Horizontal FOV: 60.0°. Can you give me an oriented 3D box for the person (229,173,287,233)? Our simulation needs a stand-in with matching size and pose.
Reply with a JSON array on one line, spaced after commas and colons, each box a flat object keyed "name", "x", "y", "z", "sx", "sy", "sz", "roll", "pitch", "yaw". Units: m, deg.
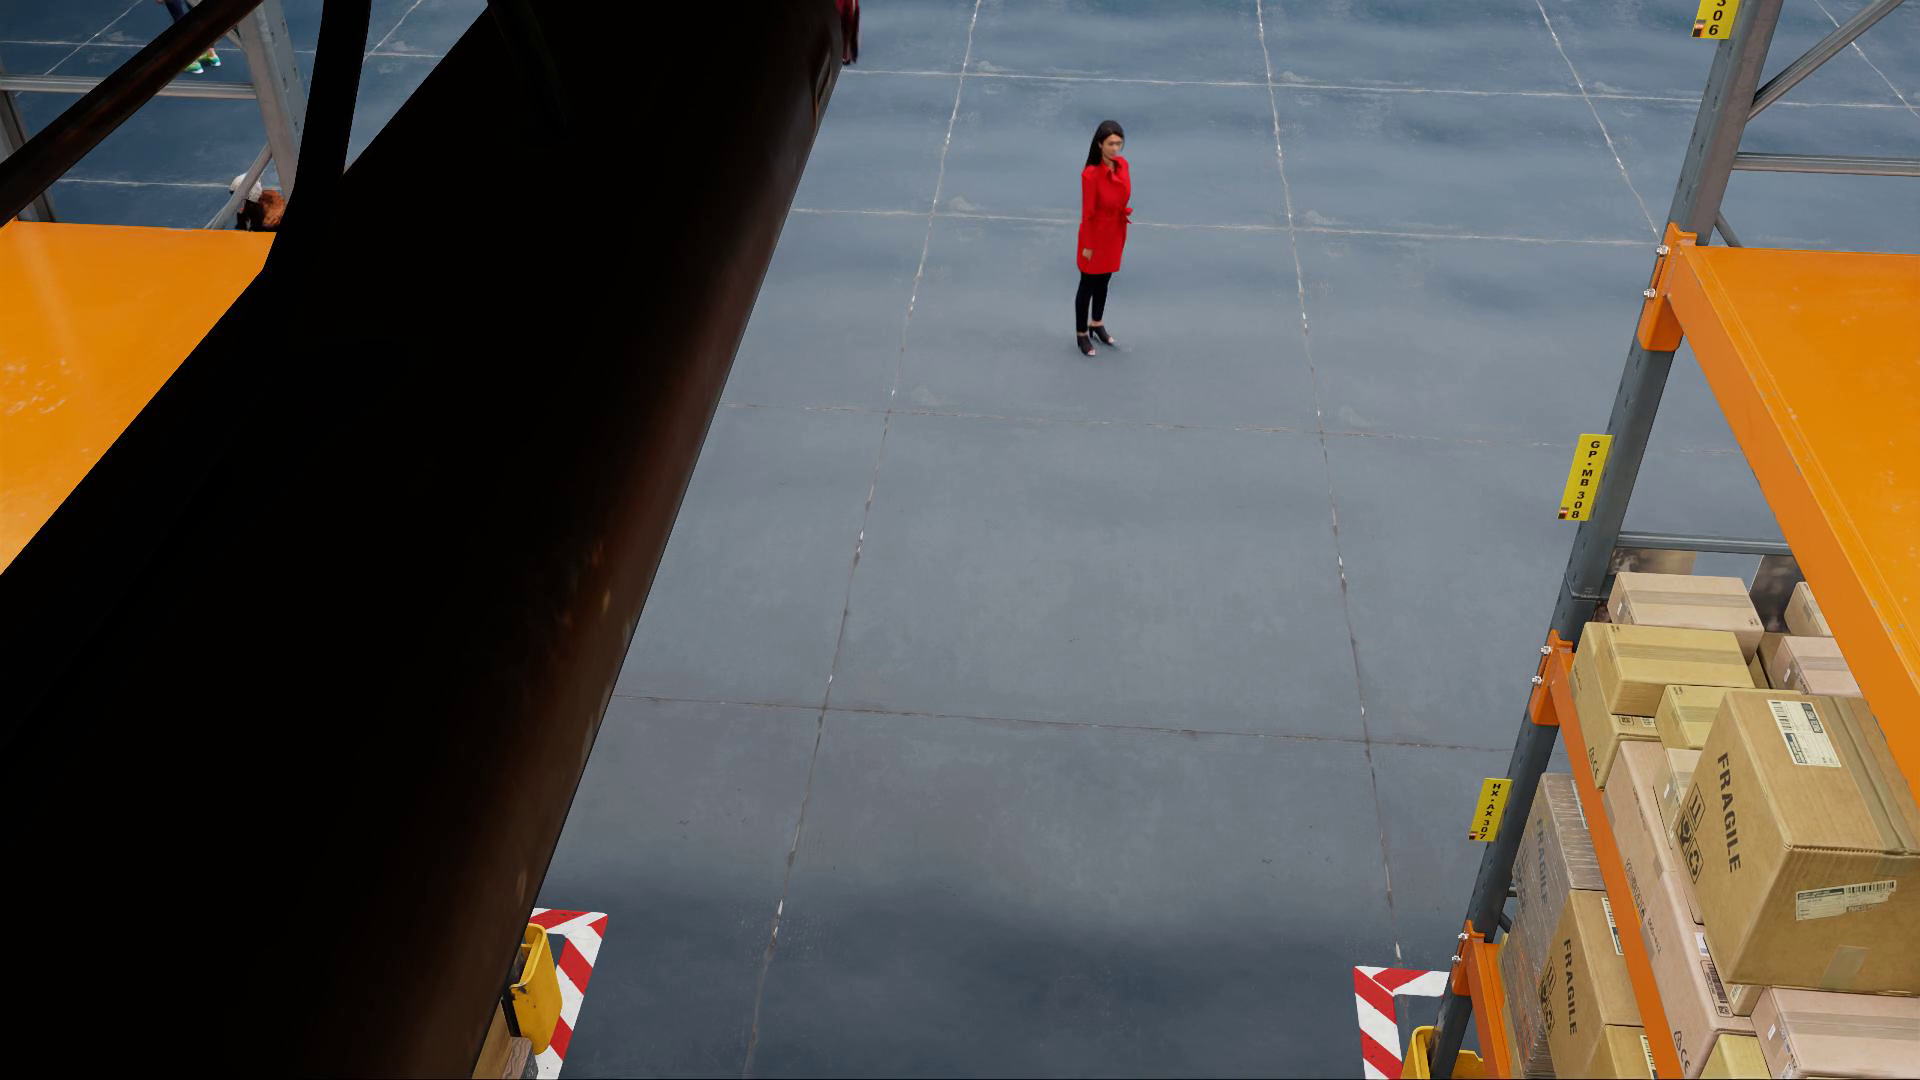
[{"name": "person", "x": -4.643, "y": -1.787, "z": 11.488, "sx": 1.010, "sy": 1.594, "sz": 1.141, "roll": 28, "pitch": 46, "yaw": 31}]

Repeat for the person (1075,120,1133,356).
[{"name": "person", "x": 1.004, "y": -2.150, "z": 11.826, "sx": 0.797, "sy": 1.748, "sz": 0.727, "roll": 31, "pitch": 48, "yaw": 33}]

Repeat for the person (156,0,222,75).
[{"name": "person", "x": -7.527, "y": -5.355, "z": 15.962, "sx": 0.747, "sy": 1.701, "sz": 0.637, "roll": 23, "pitch": 44, "yaw": 27}]
